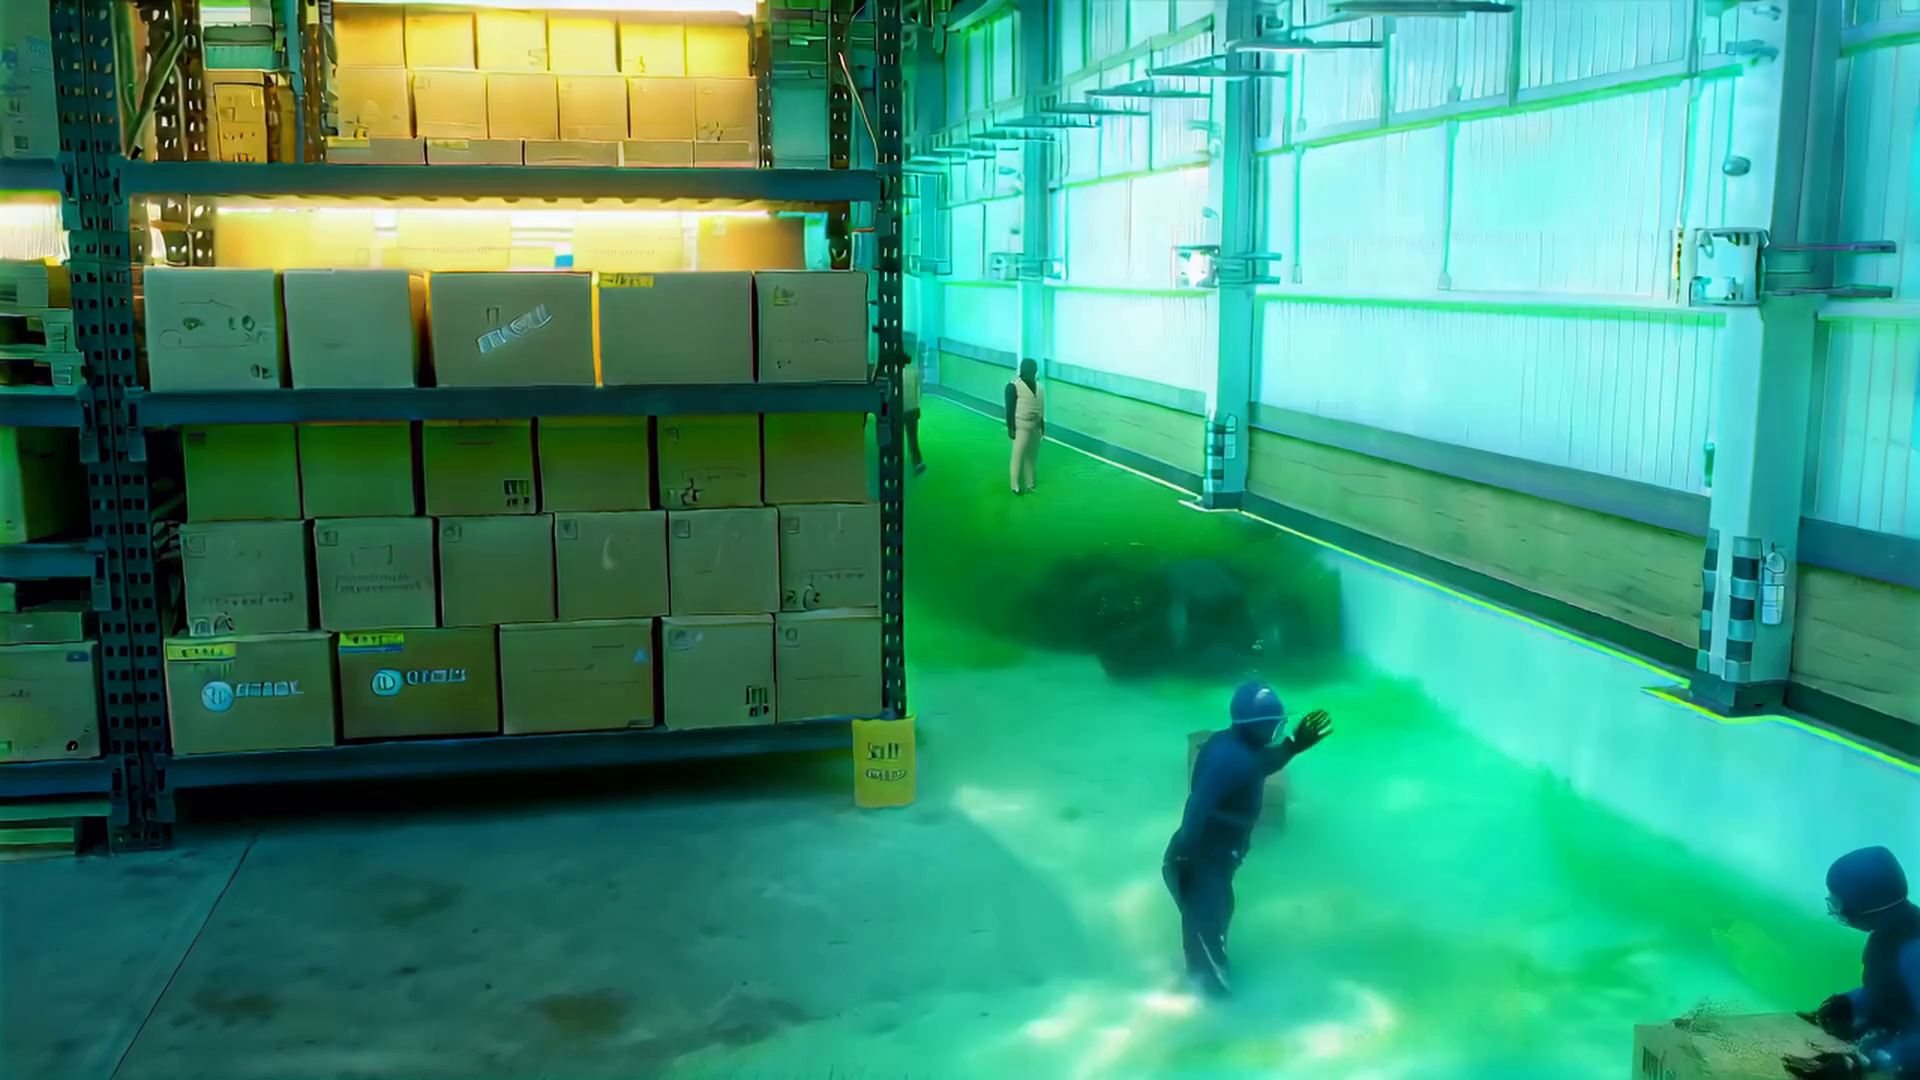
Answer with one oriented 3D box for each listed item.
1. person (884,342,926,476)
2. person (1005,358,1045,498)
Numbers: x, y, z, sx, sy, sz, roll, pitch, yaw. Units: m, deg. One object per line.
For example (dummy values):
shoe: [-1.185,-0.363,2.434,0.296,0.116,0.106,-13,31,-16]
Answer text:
person: [-0.821,-1.914,24.302,0.655,1.935,1.031,-4,10,-22]
person: [0.884,-1.475,21.954,0.634,1.839,0.429,-8,12,-41]
